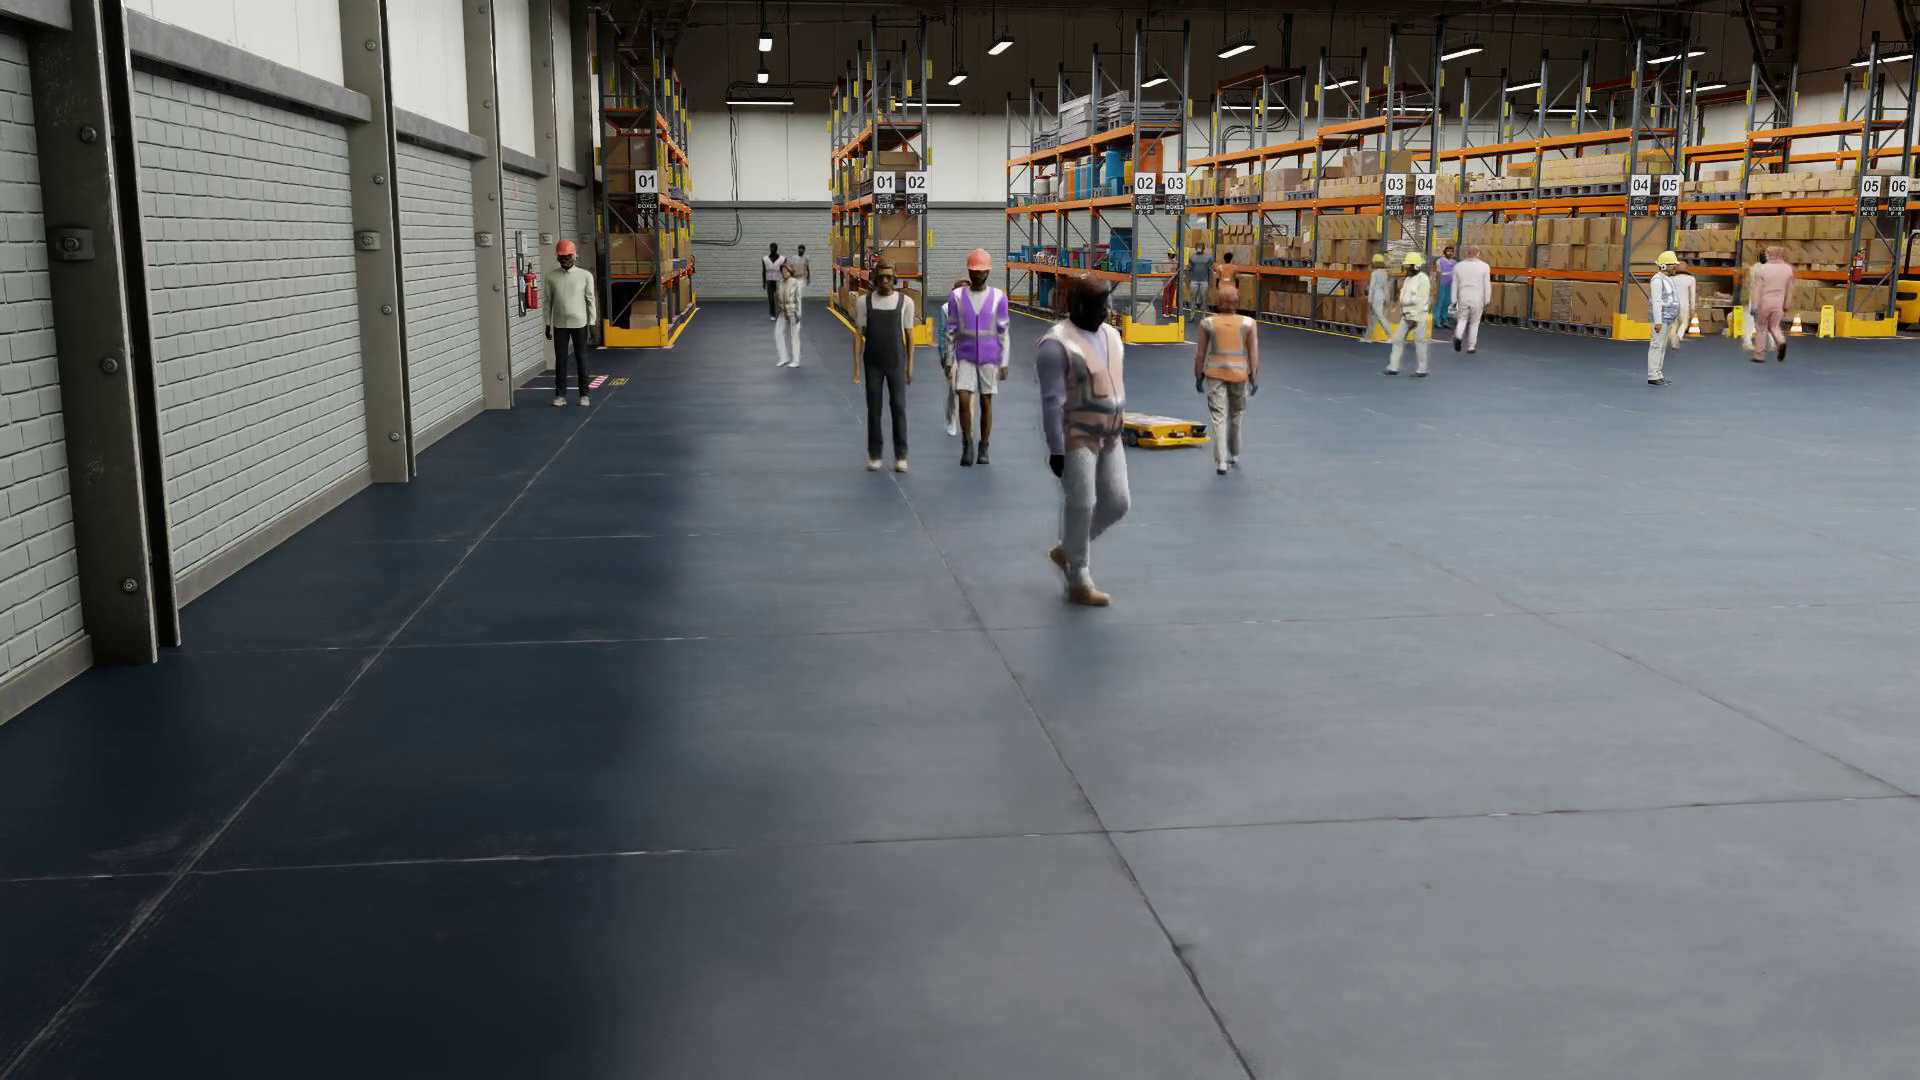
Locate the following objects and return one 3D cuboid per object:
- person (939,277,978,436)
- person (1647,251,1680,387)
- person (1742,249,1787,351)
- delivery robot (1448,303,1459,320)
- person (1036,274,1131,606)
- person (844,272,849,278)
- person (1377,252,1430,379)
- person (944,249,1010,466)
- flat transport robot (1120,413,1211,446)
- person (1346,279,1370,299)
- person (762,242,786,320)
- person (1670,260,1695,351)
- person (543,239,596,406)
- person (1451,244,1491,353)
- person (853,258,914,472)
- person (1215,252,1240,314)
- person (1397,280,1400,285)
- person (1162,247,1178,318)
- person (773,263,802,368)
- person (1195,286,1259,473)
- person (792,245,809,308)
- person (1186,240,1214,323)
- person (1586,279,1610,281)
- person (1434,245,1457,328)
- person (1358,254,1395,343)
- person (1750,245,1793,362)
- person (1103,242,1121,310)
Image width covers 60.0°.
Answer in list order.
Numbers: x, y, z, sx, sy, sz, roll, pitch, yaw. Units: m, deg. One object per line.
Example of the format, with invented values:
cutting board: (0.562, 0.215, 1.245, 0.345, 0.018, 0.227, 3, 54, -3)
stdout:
person: (0.057, -1.852, 16.898, 0.517, 1.624, 0.440, -3, 11, -14)
person: (9.567, -3.002, 22.623, 0.403, 1.833, 0.590, 7, 13, 34)
person: (14.322, -4.243, 29.489, 0.647, 1.803, 0.876, -7, 12, -33)
delivery robot: (11.454, -5.292, 38.421, 0.477, 0.478, 0.707, -1, 10, -5)
person: (0.683, -0.551, 9.197, 0.458, 1.826, 0.649, 10, 14, 43)
person: (-3.320, -7.698, 47.867, 0.700, 2.012, 0.635, 0, 10, -2)
person: (6.340, -3.171, 23.641, 0.790, 1.803, 0.597, -3, 11, -14)
person: (0.149, -1.601, 14.710, 0.591, 1.912, 0.678, 0, 10, 2)
flat transport robot: (1.786, -1.110, 16.534, 0.652, 0.197, 1.431, -6, 12, -30)
person: (10.394, -6.809, 43.318, 0.671, 1.896, 0.437, 0, 10, -1)
person: (-4.526, -6.321, 40.639, 0.595, 1.901, 0.667, 0, 10, -1)
person: (12.682, -4.129, 29.351, 0.514, 1.621, 0.434, 7, 12, 32)
person: (-4.686, -2.597, 19.955, 0.621, 1.992, 0.397, 0, 10, 0)
person: (8.920, -4.194, 28.992, 0.649, 1.892, 0.443, 6, 12, 31)
person: (-0.654, -1.513, 14.432, 0.516, 1.845, 0.363, 1, 10, 4)
person: (6.163, -5.800, 38.361, 0.558, 1.677, 0.396, 2, 10, 9)
person: (12.896, -7.755, 48.624, 0.512, 1.859, 0.340, 0, 10, -1)
person: (5.312, -6.500, 41.976, 0.525, 1.771, 0.305, -9, 14, -41)
person: (-2.675, -3.479, 25.797, 0.538, 1.620, 0.499, 7, 12, 33)
person: (2.314, -1.400, 14.465, 0.540, 1.589, 0.871, 1, 10, 8)
person: (-4.479, -7.373, 46.644, 0.526, 1.817, 0.981, 1, 10, 5)
person: (5.662, -6.101, 39.326, 0.633, 1.936, 0.353, 3, 11, 13)
person: (15.669, -6.426, 40.818, 0.607, 2.044, 0.375, 0, 10, 0)
person: (10.789, -5.625, 36.988, 0.565, 1.837, 0.396, -6, 12, -31)
person: (8.022, -4.606, 31.782, 0.842, 1.714, 0.499, 10, 14, 42)
person: (13.029, -3.780, 26.722, 0.661, 1.889, 0.635, -1, 10, -5)
person: (3.928, -6.882, 43.746, 0.651, 1.884, 1.025, -2, 10, -9)
